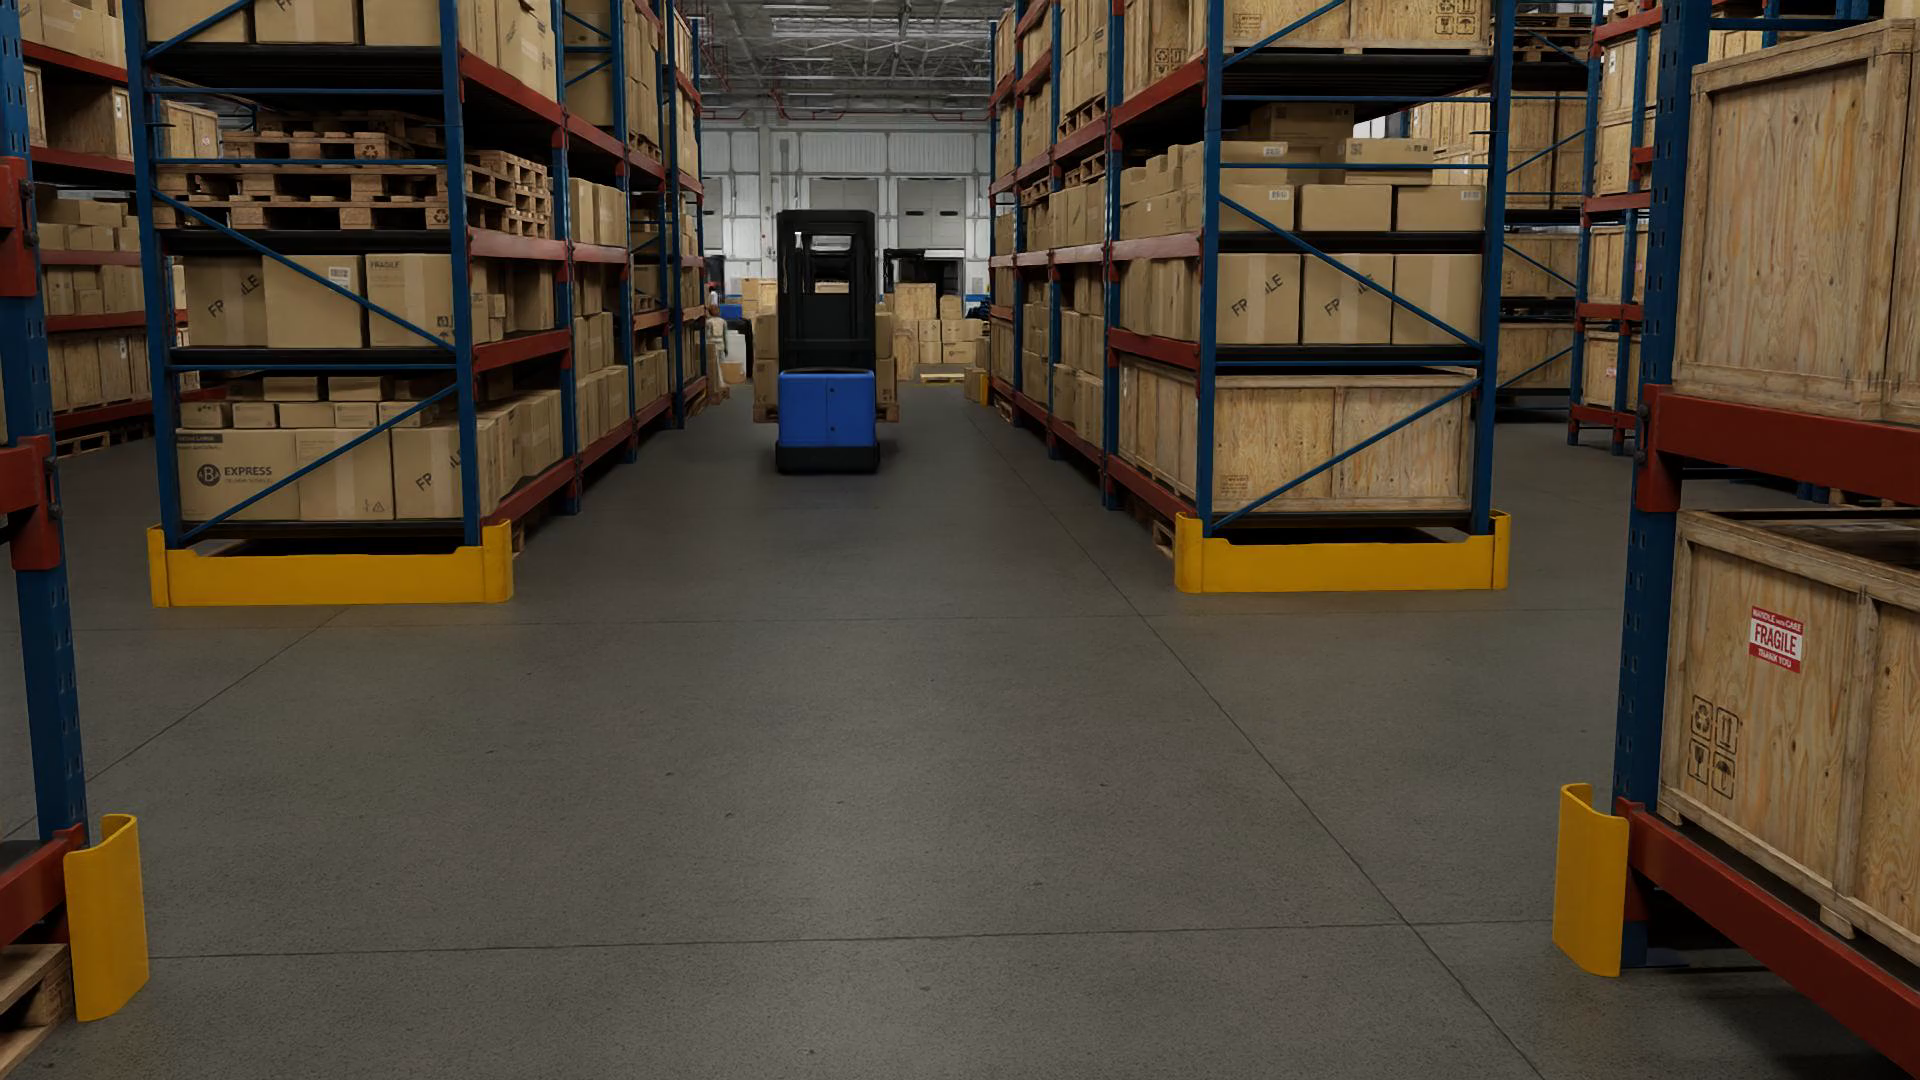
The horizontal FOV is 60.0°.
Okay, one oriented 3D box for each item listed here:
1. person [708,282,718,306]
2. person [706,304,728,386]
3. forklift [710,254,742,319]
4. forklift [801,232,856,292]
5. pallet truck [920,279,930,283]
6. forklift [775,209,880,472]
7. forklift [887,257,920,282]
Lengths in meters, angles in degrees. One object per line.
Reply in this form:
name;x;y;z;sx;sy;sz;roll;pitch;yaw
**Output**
person;-8.306;-7.620;55.276;0.980;1.885;0.575;3;10;21
person;-4.421;-3.394;29.669;0.855;1.595;0.516;9;12;43
forklift;-8.383;-8.512;57.776;1.873;2.768;1.129;0;9;3
forklift;-1.981;-3.419;25.797;1.129;2.768;1.873;-1;9;-4
pallet truck;-0.932;-8.922;63.114;1.885;1.965;0.823;2;9;13
forklift;-1.460;-2.214;18.232;1.129;2.768;1.873;-1;9;-4
forklift;-1.517;-6.422;44.653;1.129;2.768;1.873;-1;9;-4
